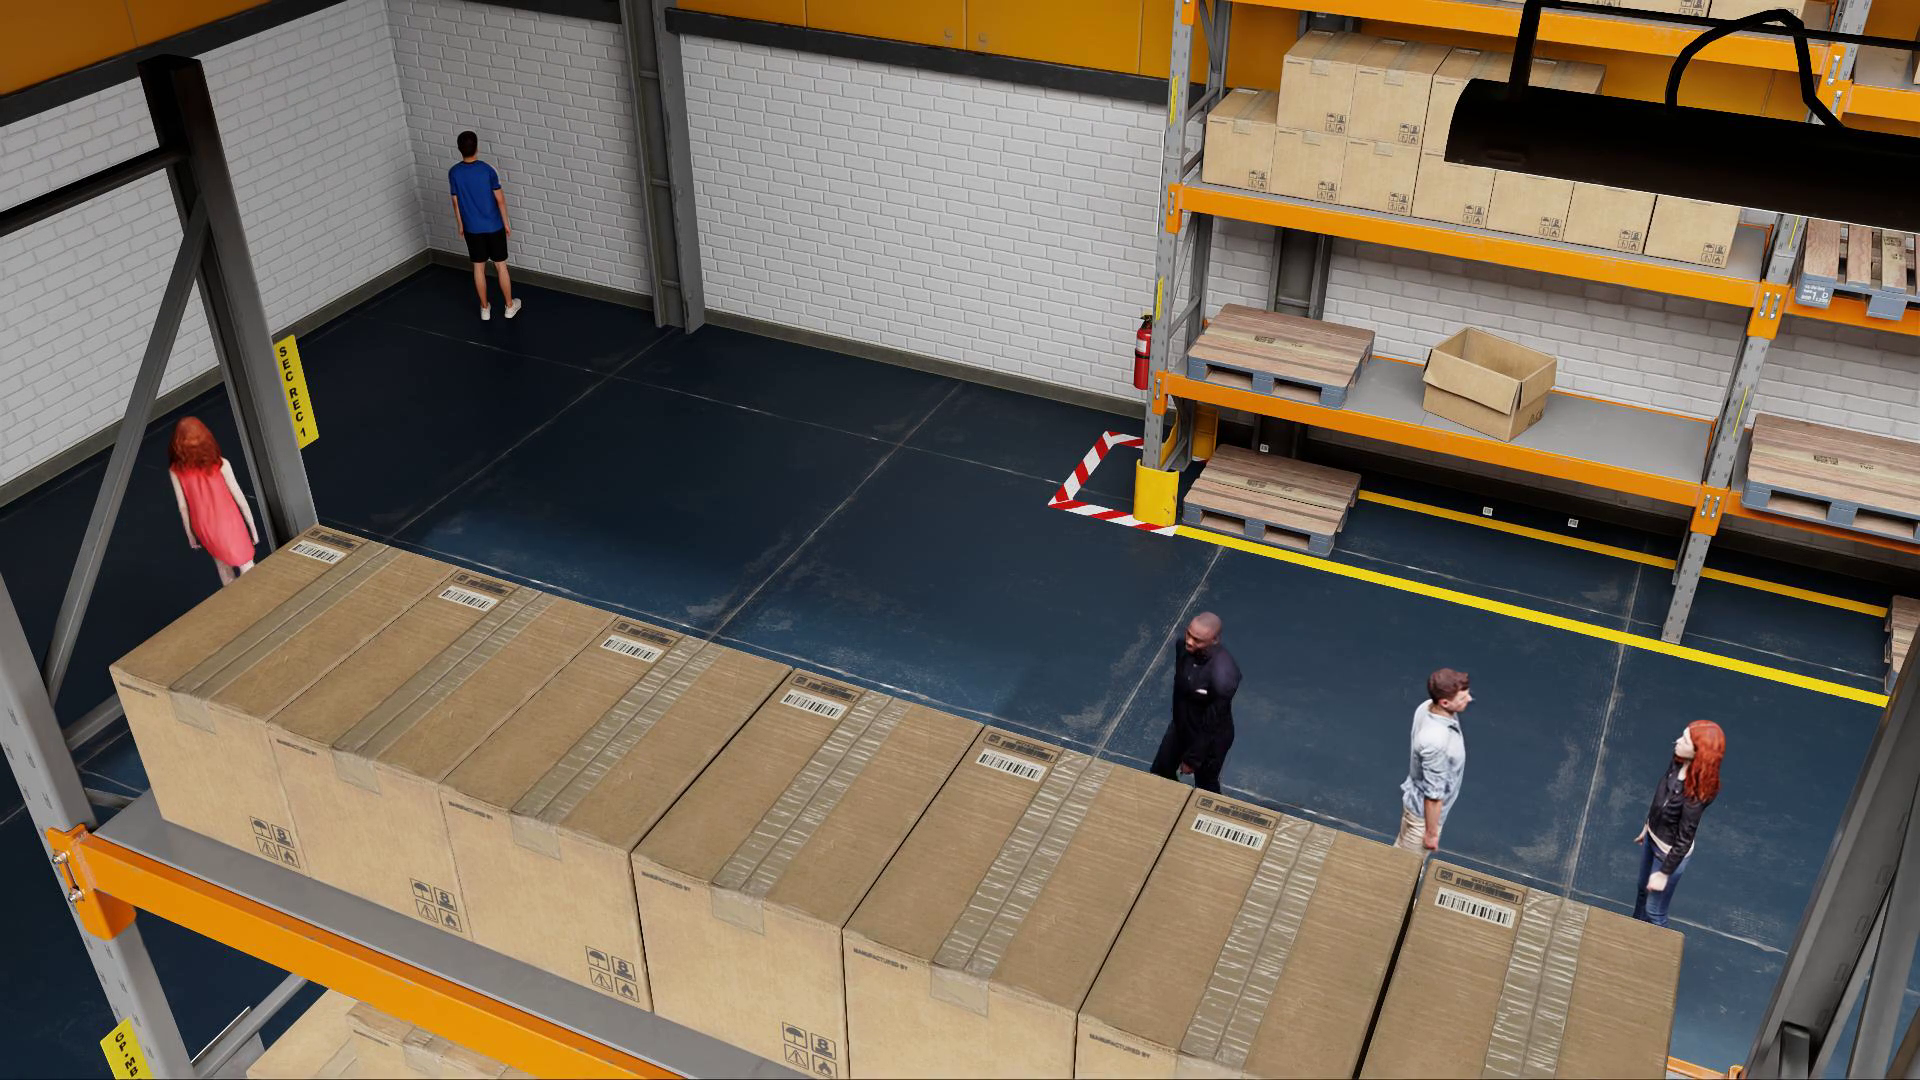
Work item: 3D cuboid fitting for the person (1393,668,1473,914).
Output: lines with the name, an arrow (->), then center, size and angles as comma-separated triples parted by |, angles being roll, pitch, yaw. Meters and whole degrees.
person -> 2.575, 1.461, 9.233 | 0.630, 1.847, 0.697 | 7, 34, 10

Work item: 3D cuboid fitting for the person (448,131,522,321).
person -> -4.585, -3.025, 15.965 | 0.705, 1.866, 0.807 | -5, 34, -7

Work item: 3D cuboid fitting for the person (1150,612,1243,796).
person -> 1.489, 1.122, 9.782 | 0.898, 1.805, 0.813 | -16, 37, -23

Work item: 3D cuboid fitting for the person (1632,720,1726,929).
person -> 3.797, 1.677, 8.962 | 0.632, 1.787, 0.631 | 4, 34, 6

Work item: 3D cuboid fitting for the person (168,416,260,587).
person -> -5.105, 0.001, 11.468 | 1.089, 1.804, 1.022 | -4, 34, -6
